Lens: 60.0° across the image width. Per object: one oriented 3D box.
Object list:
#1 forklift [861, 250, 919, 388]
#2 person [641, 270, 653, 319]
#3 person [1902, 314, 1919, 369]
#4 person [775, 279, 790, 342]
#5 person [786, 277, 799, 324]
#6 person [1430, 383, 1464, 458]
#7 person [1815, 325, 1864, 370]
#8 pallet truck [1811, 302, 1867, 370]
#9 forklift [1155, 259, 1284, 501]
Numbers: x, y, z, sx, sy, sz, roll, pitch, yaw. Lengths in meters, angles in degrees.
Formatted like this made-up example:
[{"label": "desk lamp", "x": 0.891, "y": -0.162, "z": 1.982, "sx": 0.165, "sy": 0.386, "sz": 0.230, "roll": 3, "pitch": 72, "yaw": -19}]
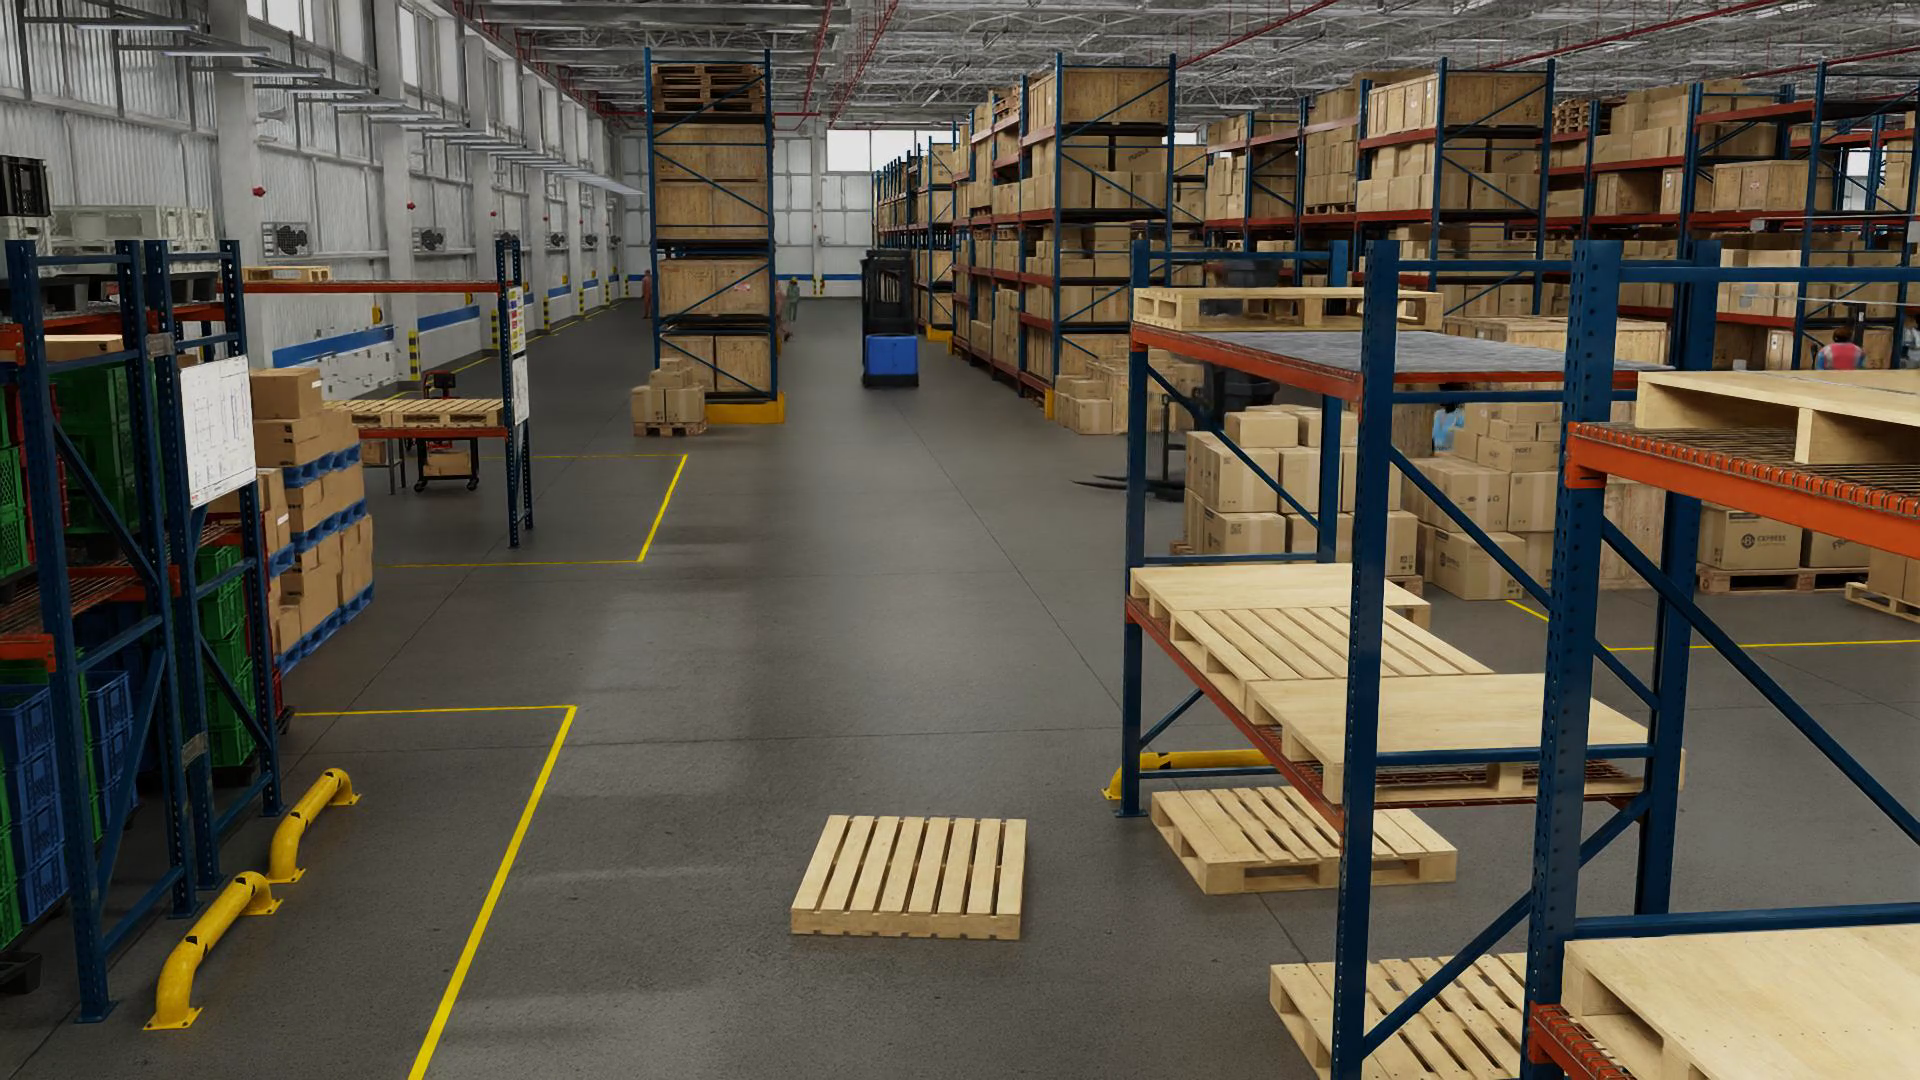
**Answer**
[{"label": "forklift", "x": -1.455, "y": -4.588, "z": 34.355, "sx": 1.129, "sy": 2.768, "sz": 1.873, "roll": -1, "pitch": 10, "yaw": -6}, {"label": "person", "x": -12.079, "y": -9.522, "z": 64.443, "sx": 0.401, "sy": 1.894, "sz": 0.656, "roll": 8, "pitch": 13, "yaw": 37}, {"label": "person", "x": 17.822, "y": -3.387, "z": 30.997, "sx": 0.546, "sy": 1.682, "sz": 0.417, "roll": 0, "pitch": 10, "yaw": 1}, {"label": "person", "x": -5.303, "y": -6.658, "z": 48.560, "sx": 0.529, "sy": 1.896, "sz": 0.647, "roll": -2, "pitch": 10, "yaw": -8}, {"label": "person", "x": -6.062, "y": -8.678, "z": 60.269, "sx": 0.513, "sy": 1.702, "sz": 0.642, "roll": 2, "pitch": 10, "yaw": 8}, {"label": "person", "x": 4.974, "y": -0.783, "z": 16.667, "sx": 0.837, "sy": 1.664, "sz": 0.540, "roll": -3, "pitch": 11, "yaw": -16}, {"label": "person", "x": 12.652, "y": -2.181, "z": 23.964, "sx": 0.634, "sy": 1.824, "sz": 0.733, "roll": 2, "pitch": 10, "yaw": 11}, {"label": "pallet truck", "x": 15.846, "y": -3.142, "z": 28.793, "sx": 1.885, "sy": 1.965, "sz": 0.823, "roll": 2, "pitch": 10, "yaw": 12}, {"label": "forklift", "x": 3.356, "y": -1.833, "z": 19.092, "sx": 1.873, "sy": 2.768, "sz": 1.129, "roll": 6, "pitch": 12, "yaw": 29}]
